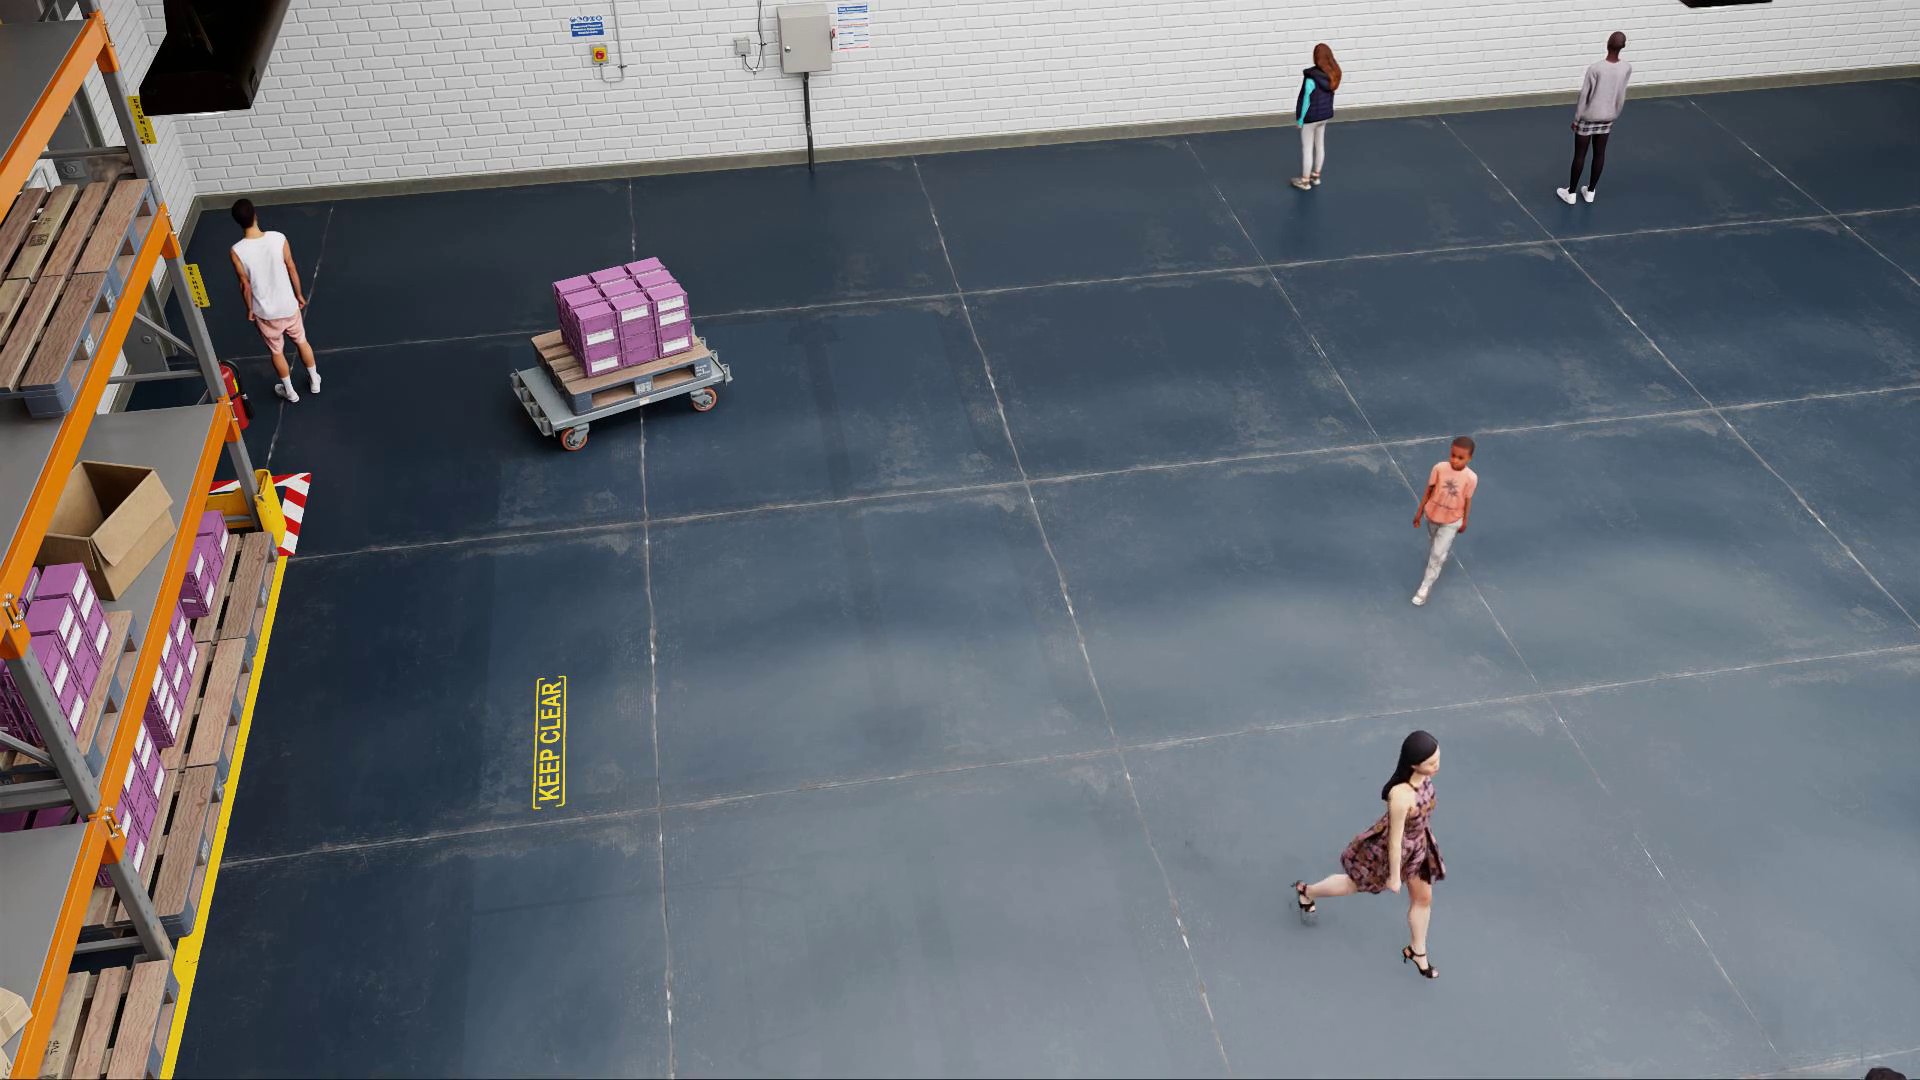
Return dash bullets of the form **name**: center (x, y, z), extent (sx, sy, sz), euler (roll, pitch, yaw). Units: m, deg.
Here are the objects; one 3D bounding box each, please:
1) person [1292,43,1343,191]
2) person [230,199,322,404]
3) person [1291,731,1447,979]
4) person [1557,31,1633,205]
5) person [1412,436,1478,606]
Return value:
- **person**: center (3.610, -4.304, 16.877), extent (0.675, 1.500, 0.706), euler (-25, 45, -28)
- **person**: center (-5.663, -1.959, 13.713), extent (0.722, 1.784, 0.724), euler (-27, 46, -29)
- **person**: center (2.311, 1.698, 9.172), extent (1.170, 1.736, 1.142), euler (22, 44, 25)
- **person**: center (6.333, -4.193, 16.520), extent (0.620, 1.772, 0.539), euler (-4, 39, -5)
- **person**: center (3.494, -0.222, 11.930), extent (0.873, 1.294, 0.908), euler (26, 45, 29)
